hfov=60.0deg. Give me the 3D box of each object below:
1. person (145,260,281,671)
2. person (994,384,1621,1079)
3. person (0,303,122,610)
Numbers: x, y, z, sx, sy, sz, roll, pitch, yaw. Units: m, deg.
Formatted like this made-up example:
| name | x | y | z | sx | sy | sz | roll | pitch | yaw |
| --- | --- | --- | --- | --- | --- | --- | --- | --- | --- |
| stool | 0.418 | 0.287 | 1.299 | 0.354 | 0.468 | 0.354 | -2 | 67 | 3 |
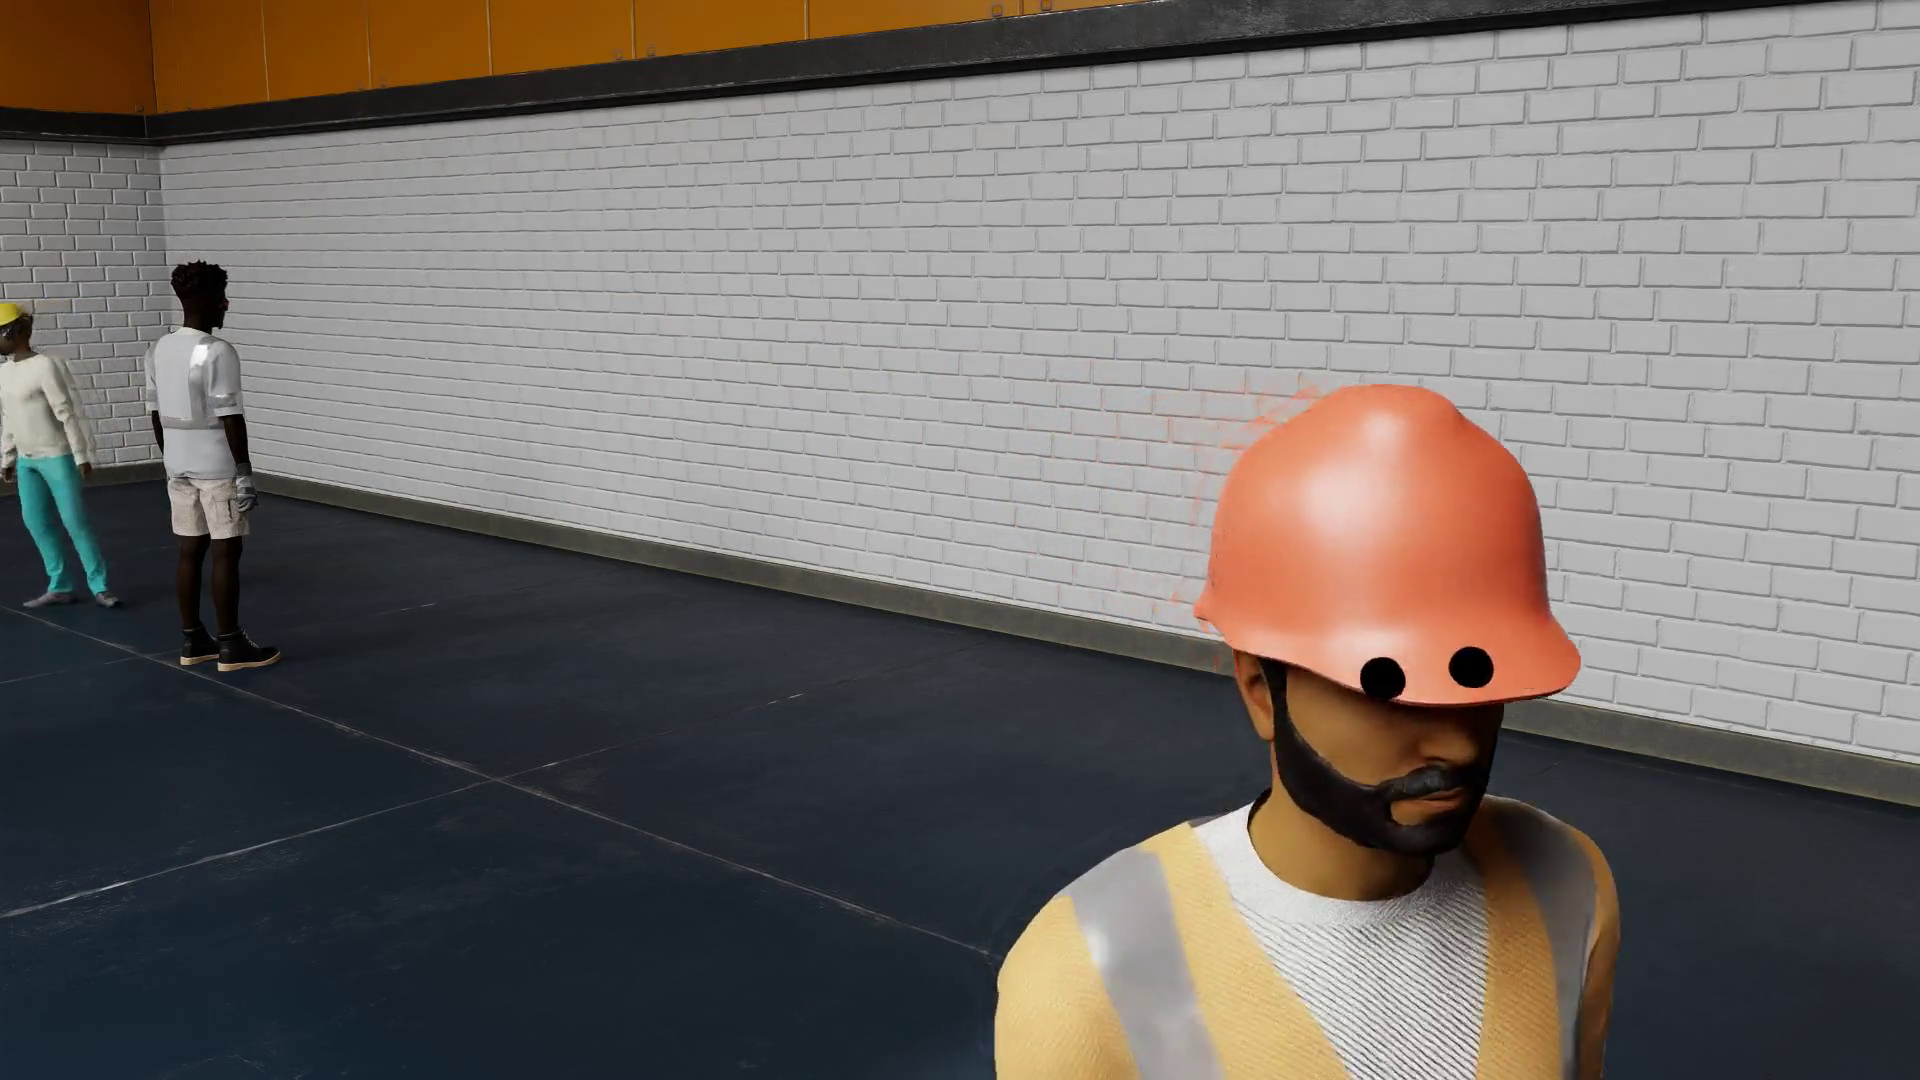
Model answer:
| name | x | y | z | sx | sy | sz | roll | pitch | yaw |
| --- | --- | --- | --- | --- | --- | --- | --- | --- | --- |
| person | -3.610 | -0.353 | 7.997 | 0.616 | 1.964 | 0.361 | 6 | 11 | 30 |
| person | 0.295 | 0.838 | 1.325 | 0.574 | 1.923 | 0.413 | -4 | 11 | -19 |
| person | -5.044 | -0.445 | 9.235 | 0.702 | 1.724 | 0.410 | 5 | 11 | 28 |
